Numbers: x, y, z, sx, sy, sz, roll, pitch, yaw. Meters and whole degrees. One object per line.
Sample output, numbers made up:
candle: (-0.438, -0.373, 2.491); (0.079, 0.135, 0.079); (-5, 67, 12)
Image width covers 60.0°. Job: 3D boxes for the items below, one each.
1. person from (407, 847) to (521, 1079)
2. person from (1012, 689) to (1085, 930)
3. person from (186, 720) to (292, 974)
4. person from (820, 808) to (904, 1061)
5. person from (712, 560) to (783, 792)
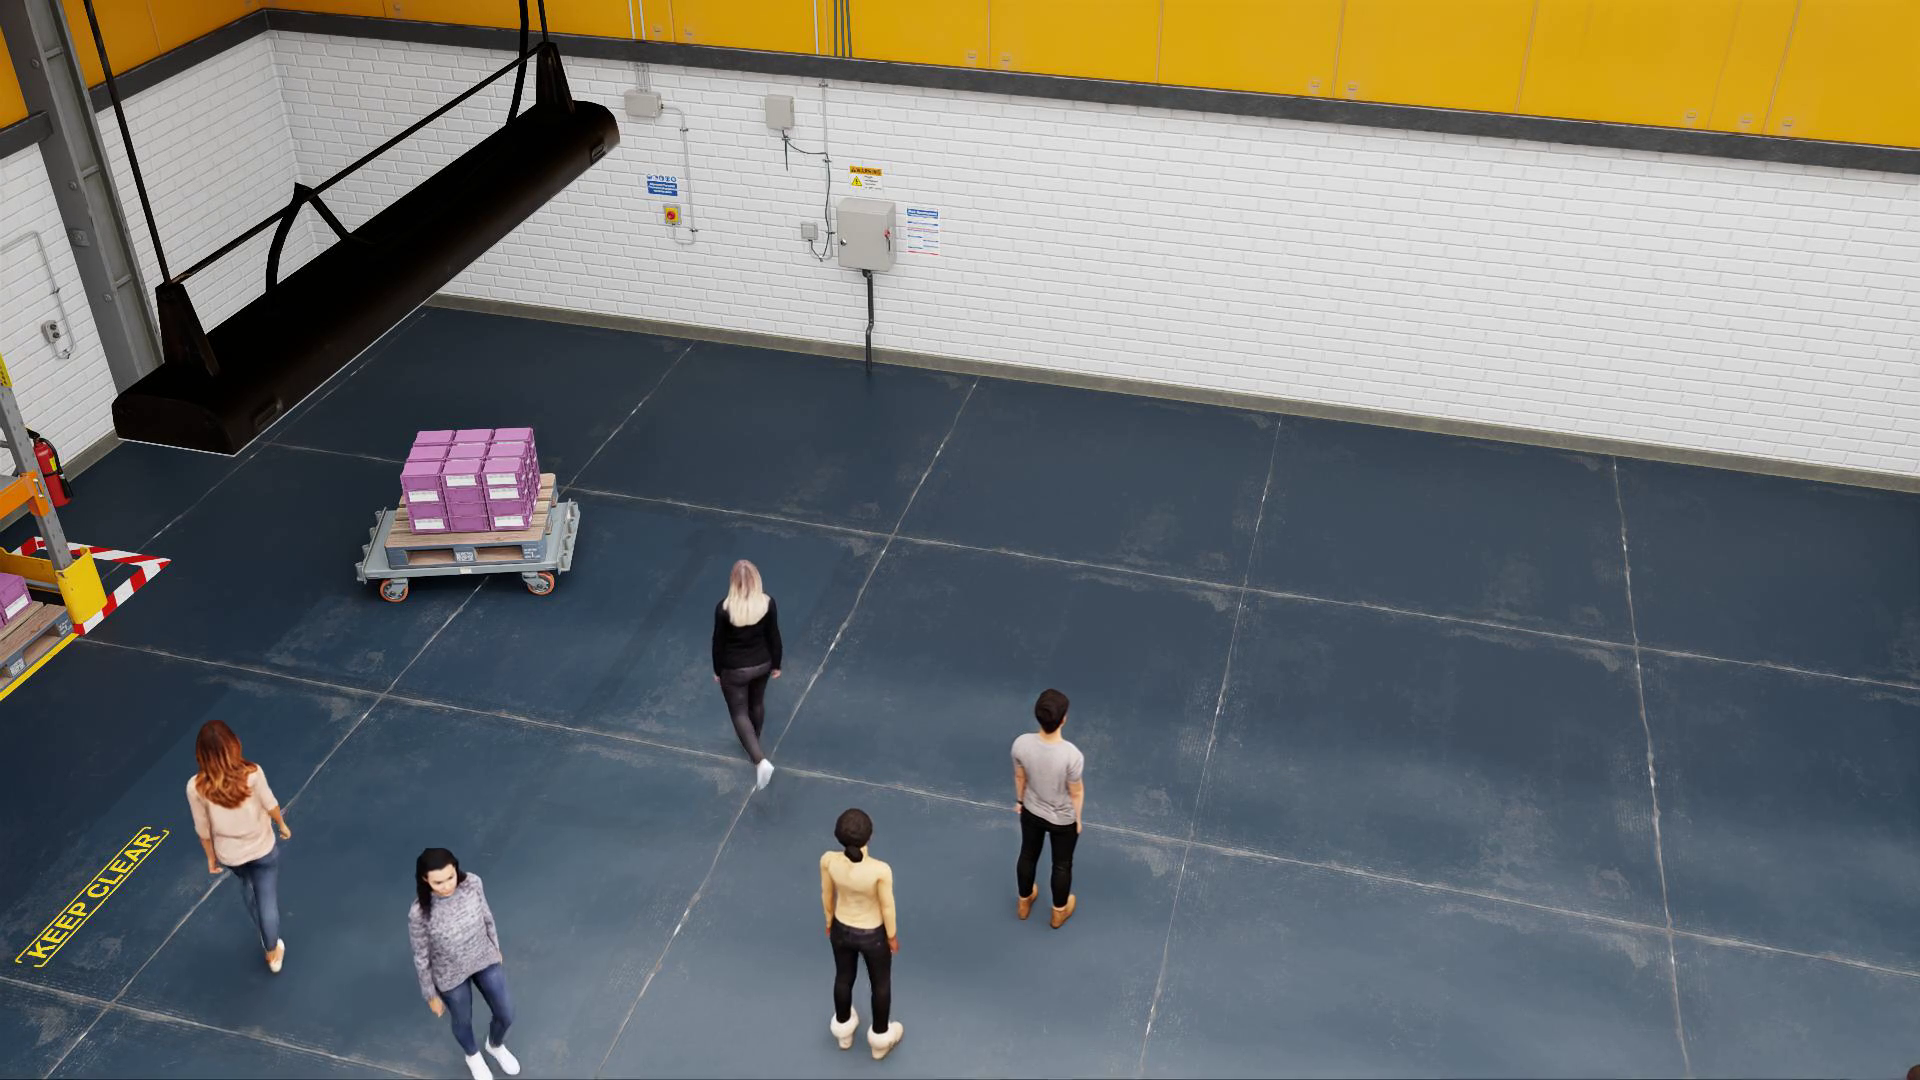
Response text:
person: (-2.724, 2.258, 9.006); (0.730, 1.717, 0.814); (-25, 41, -32)
person: (0.531, 1.615, 9.974); (0.645, 1.718, 0.614); (17, 37, 24)
person: (-4.120, 1.833, 9.592); (0.731, 1.777, 0.777); (-8, 34, -12)
person: (-0.555, 2.179, 9.192); (0.626, 1.644, 0.611); (11, 35, 16)
person: (-1.395, 0.914, 11.075); (0.968, 1.667, 1.076); (-13, 36, -18)
